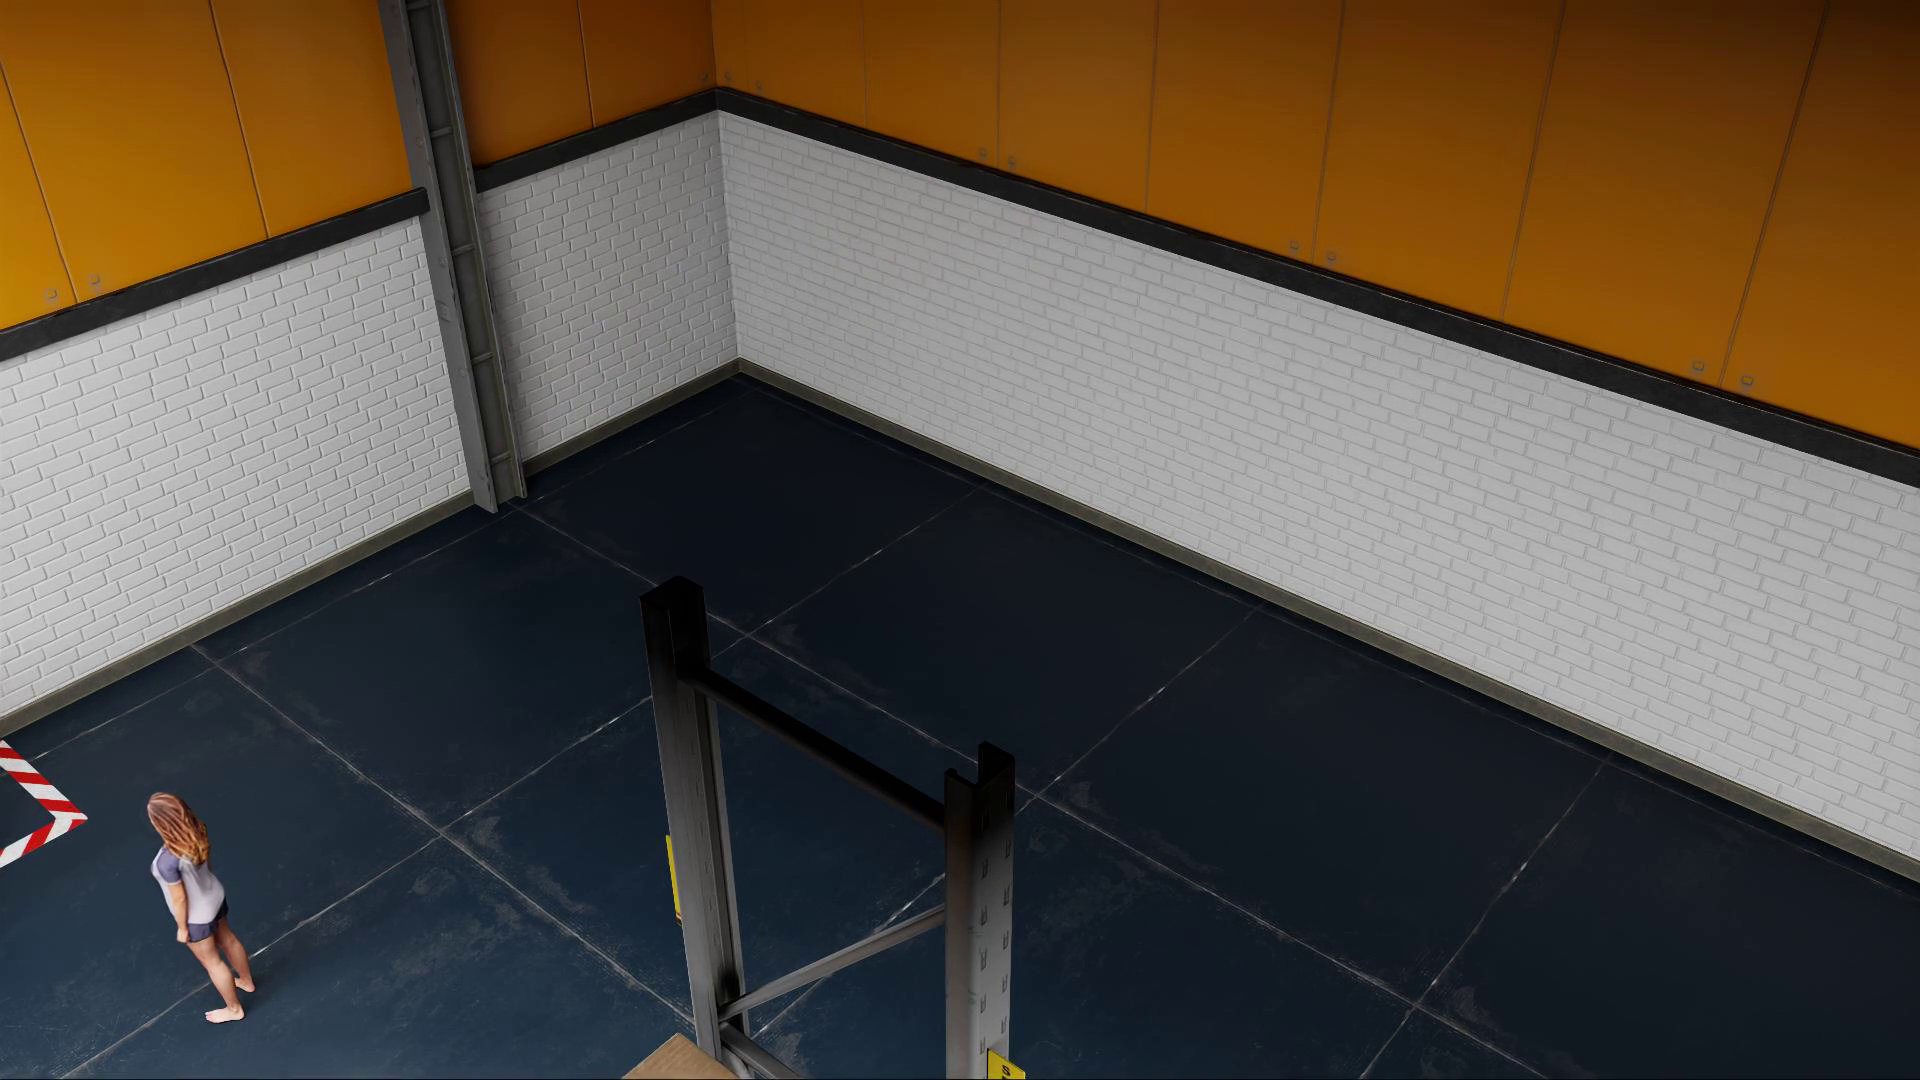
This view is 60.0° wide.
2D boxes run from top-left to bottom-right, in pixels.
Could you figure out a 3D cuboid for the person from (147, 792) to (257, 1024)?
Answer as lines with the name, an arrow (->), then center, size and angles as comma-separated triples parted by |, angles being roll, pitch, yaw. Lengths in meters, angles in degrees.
person -> -4.534, 2.185, 9.941 | 0.750, 1.732, 0.668 | 1, 34, 2
